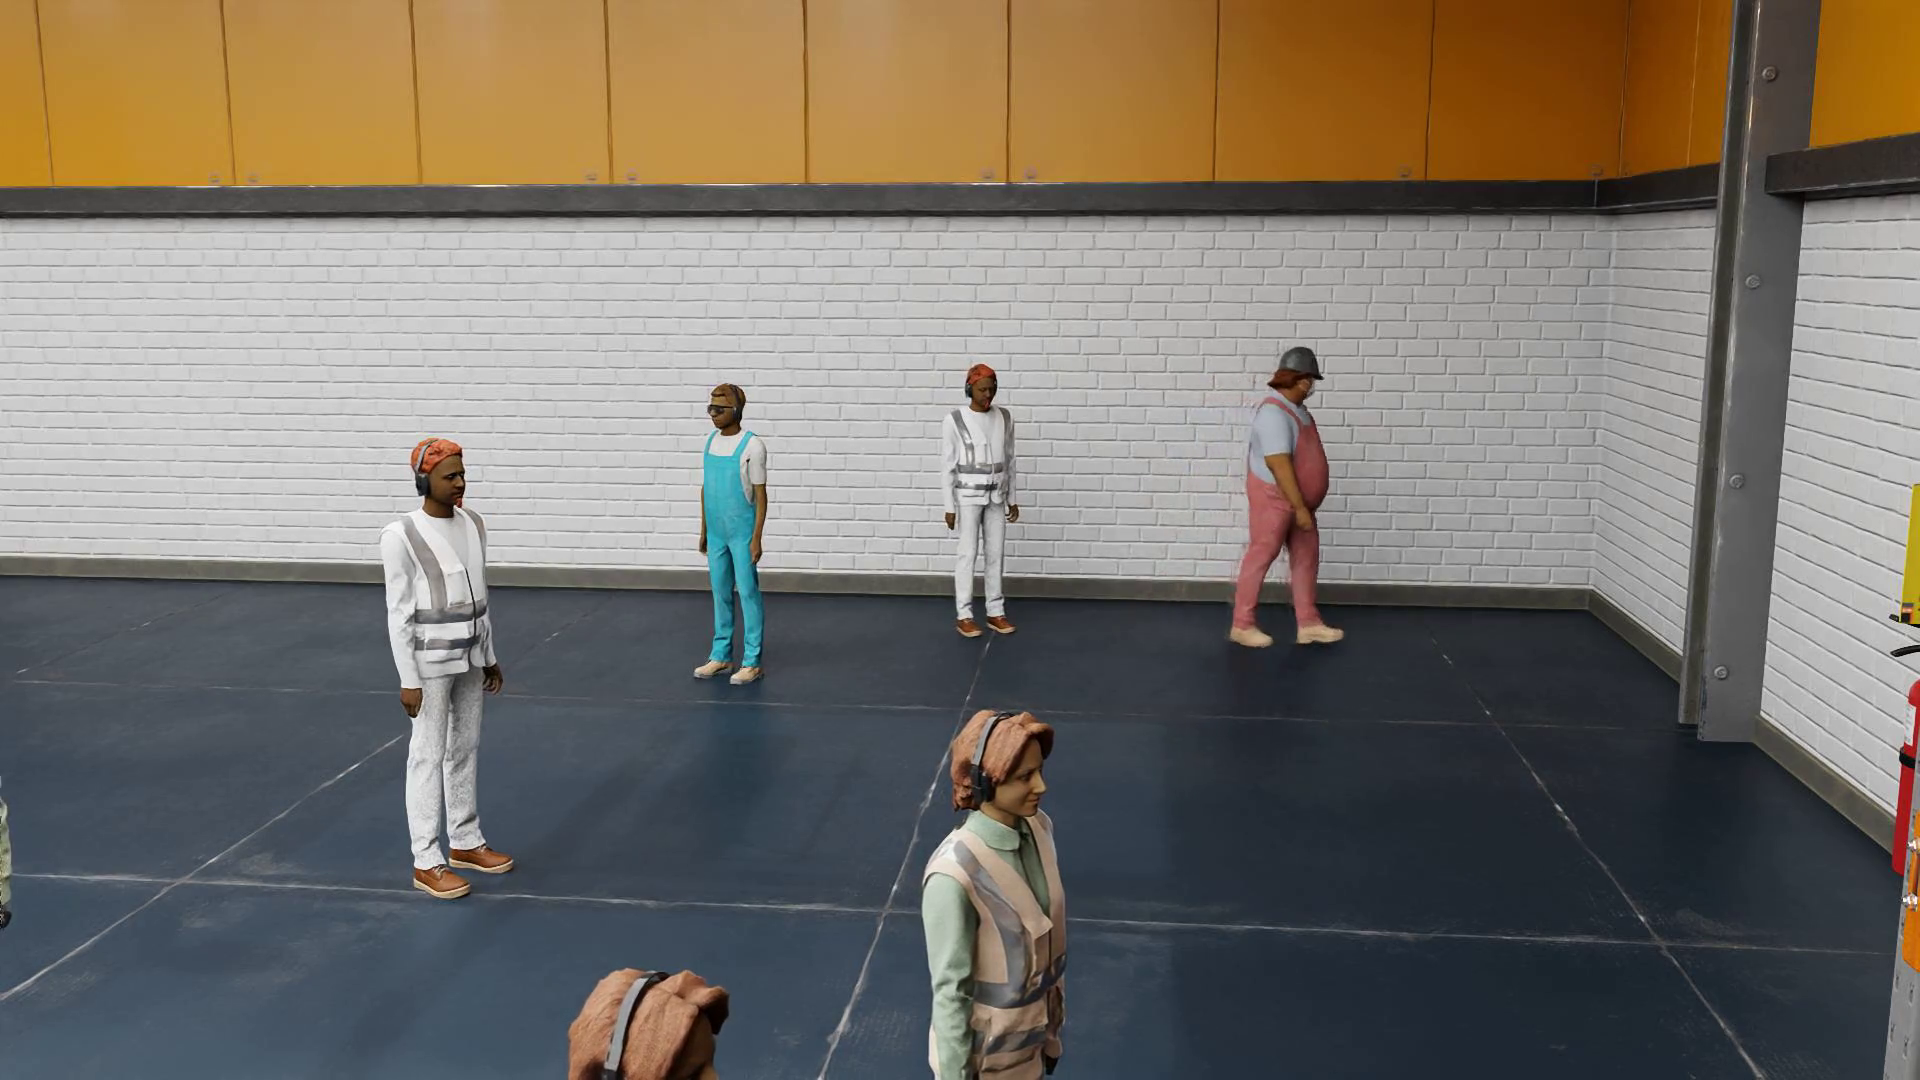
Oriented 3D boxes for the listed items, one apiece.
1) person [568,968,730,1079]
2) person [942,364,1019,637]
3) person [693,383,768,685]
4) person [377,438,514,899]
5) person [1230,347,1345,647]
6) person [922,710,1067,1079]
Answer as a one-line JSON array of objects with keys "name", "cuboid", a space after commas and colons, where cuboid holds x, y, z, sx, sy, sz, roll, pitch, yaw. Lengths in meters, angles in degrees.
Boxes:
[{"name": "person", "cuboid": [-0.458, 1.413, 2.469, 0.309, 1.638, 0.522, 2, 10, 9]}, {"name": "person", "cuboid": [0.143, -0.270, 11.435, 0.584, 1.879, 0.368, -6, 12, -32]}, {"name": "person", "cuboid": [-1.402, -0.038, 10.188, 0.505, 1.846, 0.346, 7, 12, 34]}, {"name": "person", "cuboid": [-2.123, 0.518, 6.900, 0.355, 1.882, 0.576, 4, 11, 21]}, {"name": "person", "cuboid": [2.188, -0.285, 11.045, 0.788, 2.000, 0.727, 6, 11, 29]}, {"name": "person", "cuboid": [0.082, 1.183, 3.789, 0.305, 1.639, 0.522, 5, 11, 26]}]
